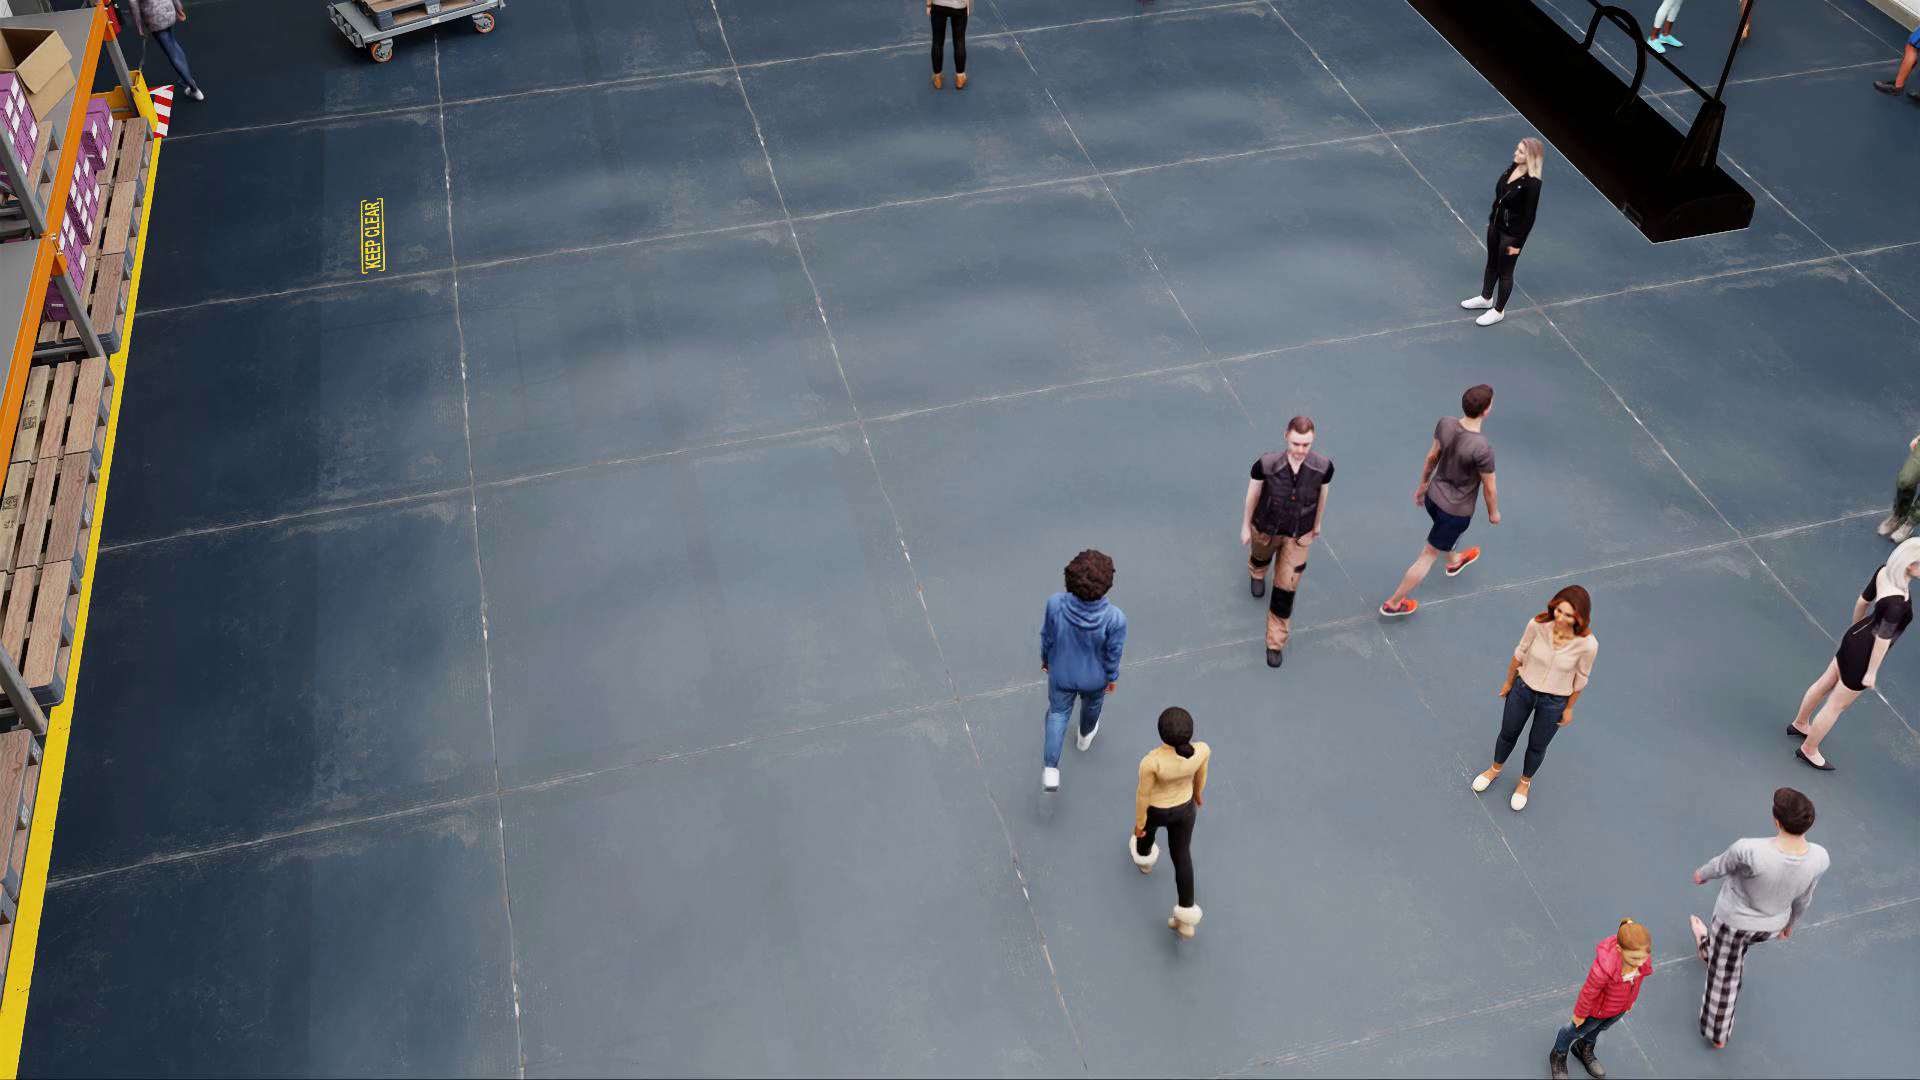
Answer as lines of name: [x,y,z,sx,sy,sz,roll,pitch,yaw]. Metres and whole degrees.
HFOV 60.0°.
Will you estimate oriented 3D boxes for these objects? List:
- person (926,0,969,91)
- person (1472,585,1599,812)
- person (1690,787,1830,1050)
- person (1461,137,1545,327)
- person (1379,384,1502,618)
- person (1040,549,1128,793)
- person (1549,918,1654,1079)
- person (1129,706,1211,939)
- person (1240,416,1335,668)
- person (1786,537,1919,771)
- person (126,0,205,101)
person: [-0.117,-5.316,16.503,0.660,1.718,0.643,4,44,4]
person: [3.461,0.916,9.908,0.651,1.792,0.731,26,50,25]
person: [4.153,2.048,8.705,0.828,1.812,1.115,2,44,3]
person: [4.494,-2.533,13.605,0.664,1.686,0.448,-10,45,-11]
person: [3.192,-0.198,11.070,0.901,1.801,1.181,-19,47,-19]
person: [0.695,0.810,10.021,1.010,1.788,1.171,12,45,12]
person: [3.361,2.405,8.688,0.520,1.318,0.500,-13,45,-13]
person: [1.206,1.564,9.346,0.643,1.628,1.094,-7,44,-7]
person: [2.127,-0.147,11.025,1.024,1.790,1.315,6,44,6]
person: [5.489,0.675,10.132,0.718,1.830,0.592,8,44,8]
person: [-7.777,-5.076,16.258,0.882,1.708,0.821,26,49,25]
